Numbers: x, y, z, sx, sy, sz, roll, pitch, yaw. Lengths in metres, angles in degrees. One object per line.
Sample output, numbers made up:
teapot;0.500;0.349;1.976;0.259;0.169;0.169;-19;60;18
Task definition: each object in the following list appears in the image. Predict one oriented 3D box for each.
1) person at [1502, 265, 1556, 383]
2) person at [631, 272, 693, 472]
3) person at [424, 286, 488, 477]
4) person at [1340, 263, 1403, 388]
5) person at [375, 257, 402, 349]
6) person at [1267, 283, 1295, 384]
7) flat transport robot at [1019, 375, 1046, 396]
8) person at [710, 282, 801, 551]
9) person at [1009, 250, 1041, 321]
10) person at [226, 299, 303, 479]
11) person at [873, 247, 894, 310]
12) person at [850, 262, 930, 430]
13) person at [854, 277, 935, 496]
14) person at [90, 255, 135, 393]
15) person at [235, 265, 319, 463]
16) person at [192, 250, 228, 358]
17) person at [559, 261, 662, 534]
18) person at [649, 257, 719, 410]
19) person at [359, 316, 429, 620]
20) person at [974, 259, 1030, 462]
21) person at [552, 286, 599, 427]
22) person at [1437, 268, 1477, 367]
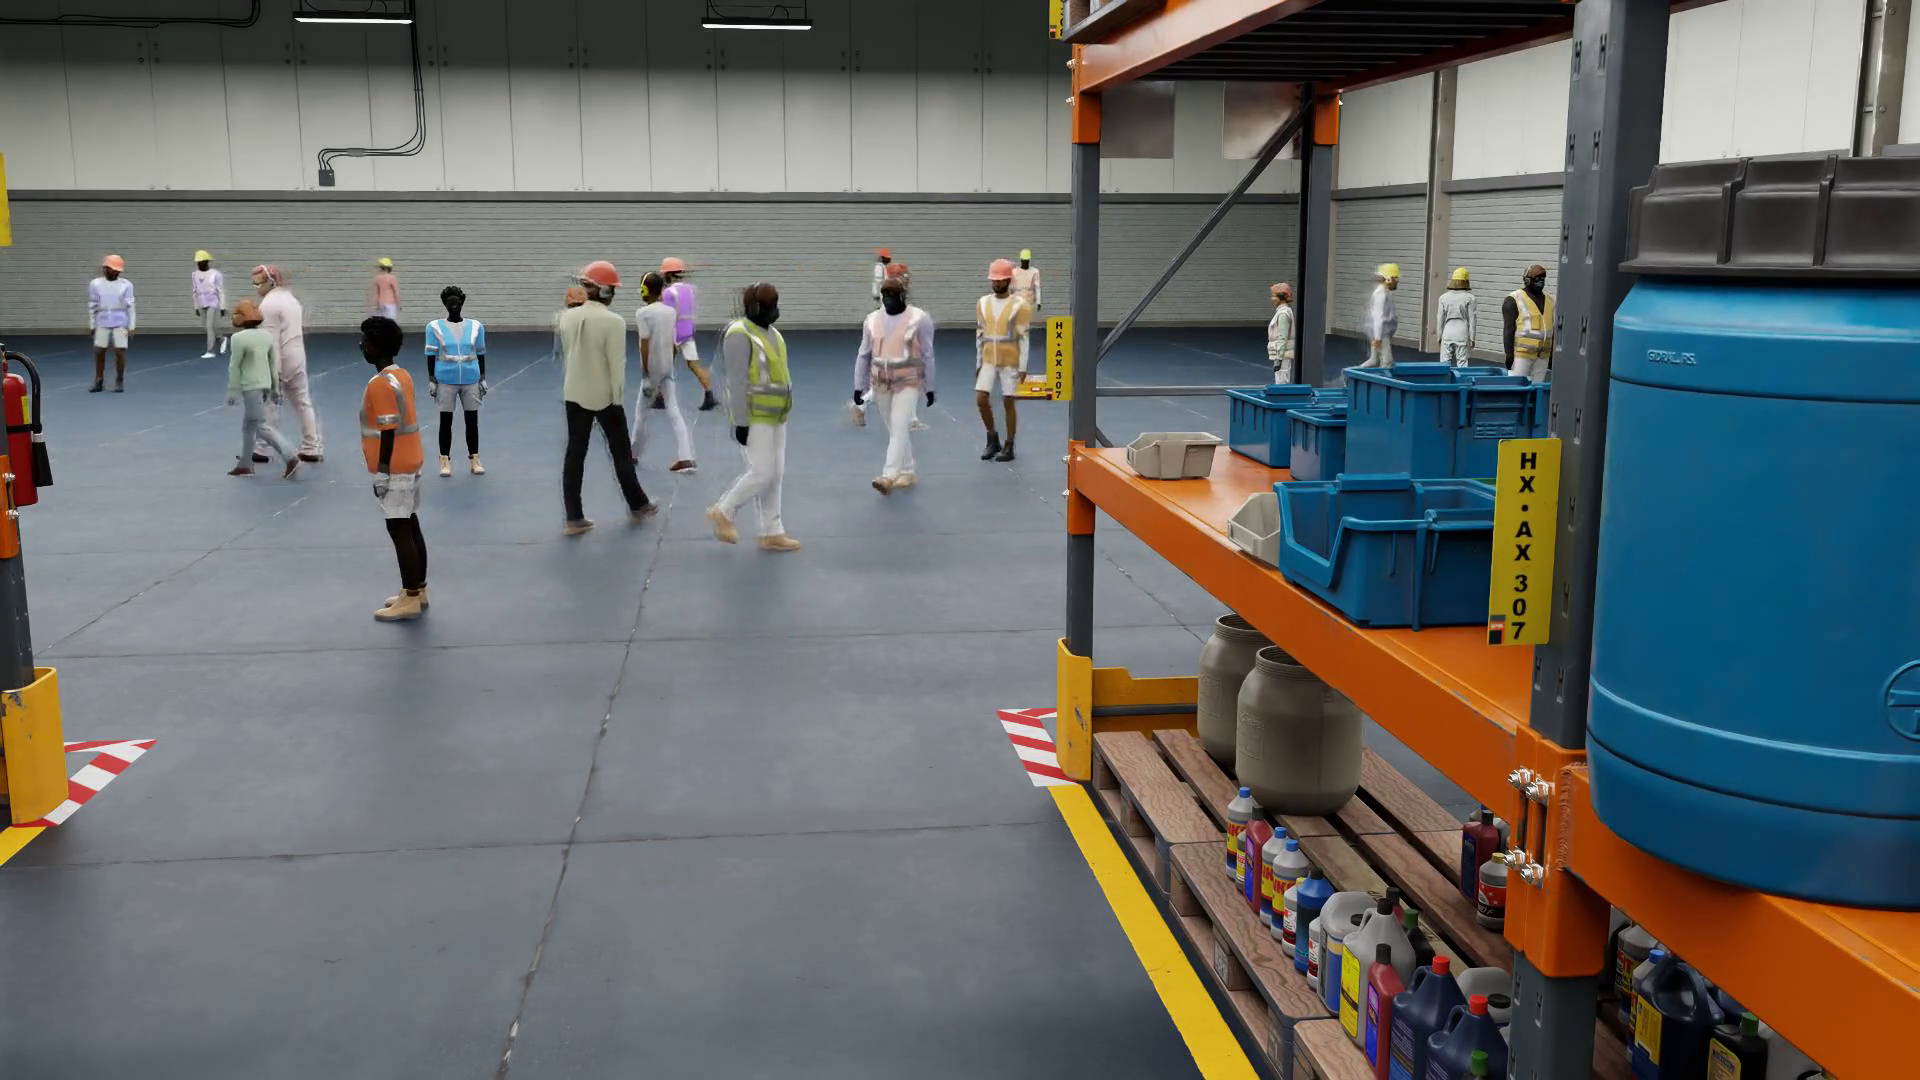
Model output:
person;5.906;-1.916;17.225;0.623;1.844;0.429;-4;11;-21
person;-2.779;-1.532;15.203;1.004;1.807;0.534;8;13;37
person;-4.494;-1.415;14.876;0.540;1.696;0.315;-5;12;-26
person;5.396;-2.710;21.708;0.752;1.804;0.593;3;11;16
person;-10.862;-4.464;31.439;0.541;1.746;0.650;5;12;27
person;3.476;-1.957;18.004;0.308;1.639;0.510;2;11;11
flat transport robot;0.988;-2.095;22.512;0.652;0.197;1.431;0;10;0
person;-1.373;-0.826;11.270;0.507;1.831;0.645;4;11;21
person;1.241;-4.573;31.700;0.604;1.869;0.997;-1;10;-4
person;-6.187;-1.330;14.697;0.830;1.593;0.499;2;11;13
person;-1.660;-5.296;35.590;0.596;1.902;0.554;5;11;25
person;-0.767;-2.120;18.309;0.802;1.862;0.578;2;11;13
person;-0.576;-1.280;13.875;0.656;1.788;0.964;5;11;24
person;-11.601;-2.951;22.763;0.617;1.889;0.477;-2;11;-12
person;-6.504;-1.647;15.682;0.873;1.858;0.681;1;10;4
person;-13.296;-4.190;29.530;0.591;1.907;0.713;3;11;15
person;-2.608;-1.053;12.172;0.637;1.943;0.977;5;11;25
person;-3.421;-2.530;20.474;0.991;1.896;0.558;6;12;29
person;-3.176;-0.402;9.316;0.319;1.695;0.539;-1;10;-5
person;0.379;-1.684;15.735;0.578;1.916;0.517;5;12;26
person;-4.287;-2.072;18.777;0.497;1.589;0.869;-10;14;-43
person;6.277;-2.558;21.013;0.492;1.742;0.320;7;12;34
